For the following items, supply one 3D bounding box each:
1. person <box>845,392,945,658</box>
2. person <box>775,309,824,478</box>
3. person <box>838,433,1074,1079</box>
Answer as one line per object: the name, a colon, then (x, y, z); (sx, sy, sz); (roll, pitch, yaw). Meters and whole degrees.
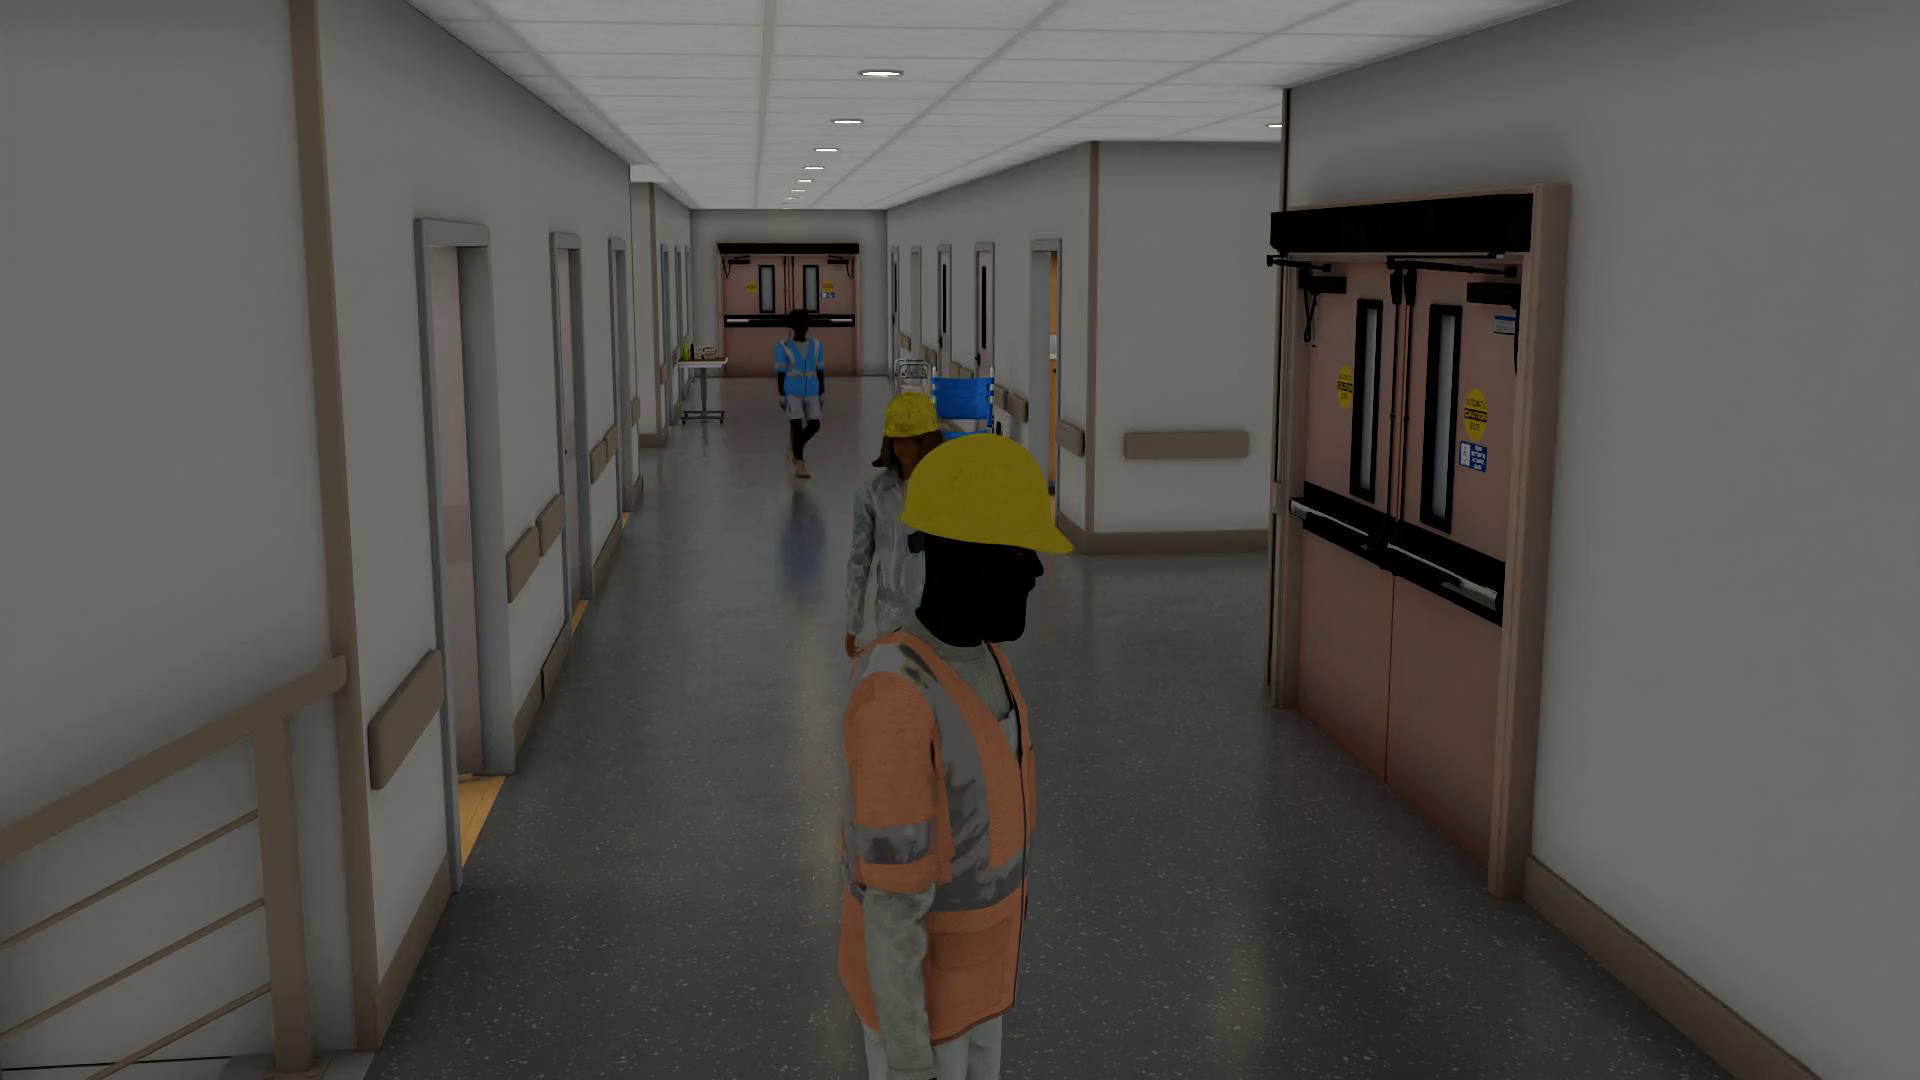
person: (-0.193, 0.316, 6.171); (0.506, 1.705, 0.848); (3, 10, 15)
person: (-1.619, -1.476, 16.674); (0.538, 1.680, 0.574); (-5, 11, -29)
person: (-0.005, 0.767, 2.932); (0.393, 1.918, 0.585); (3, 10, 16)
